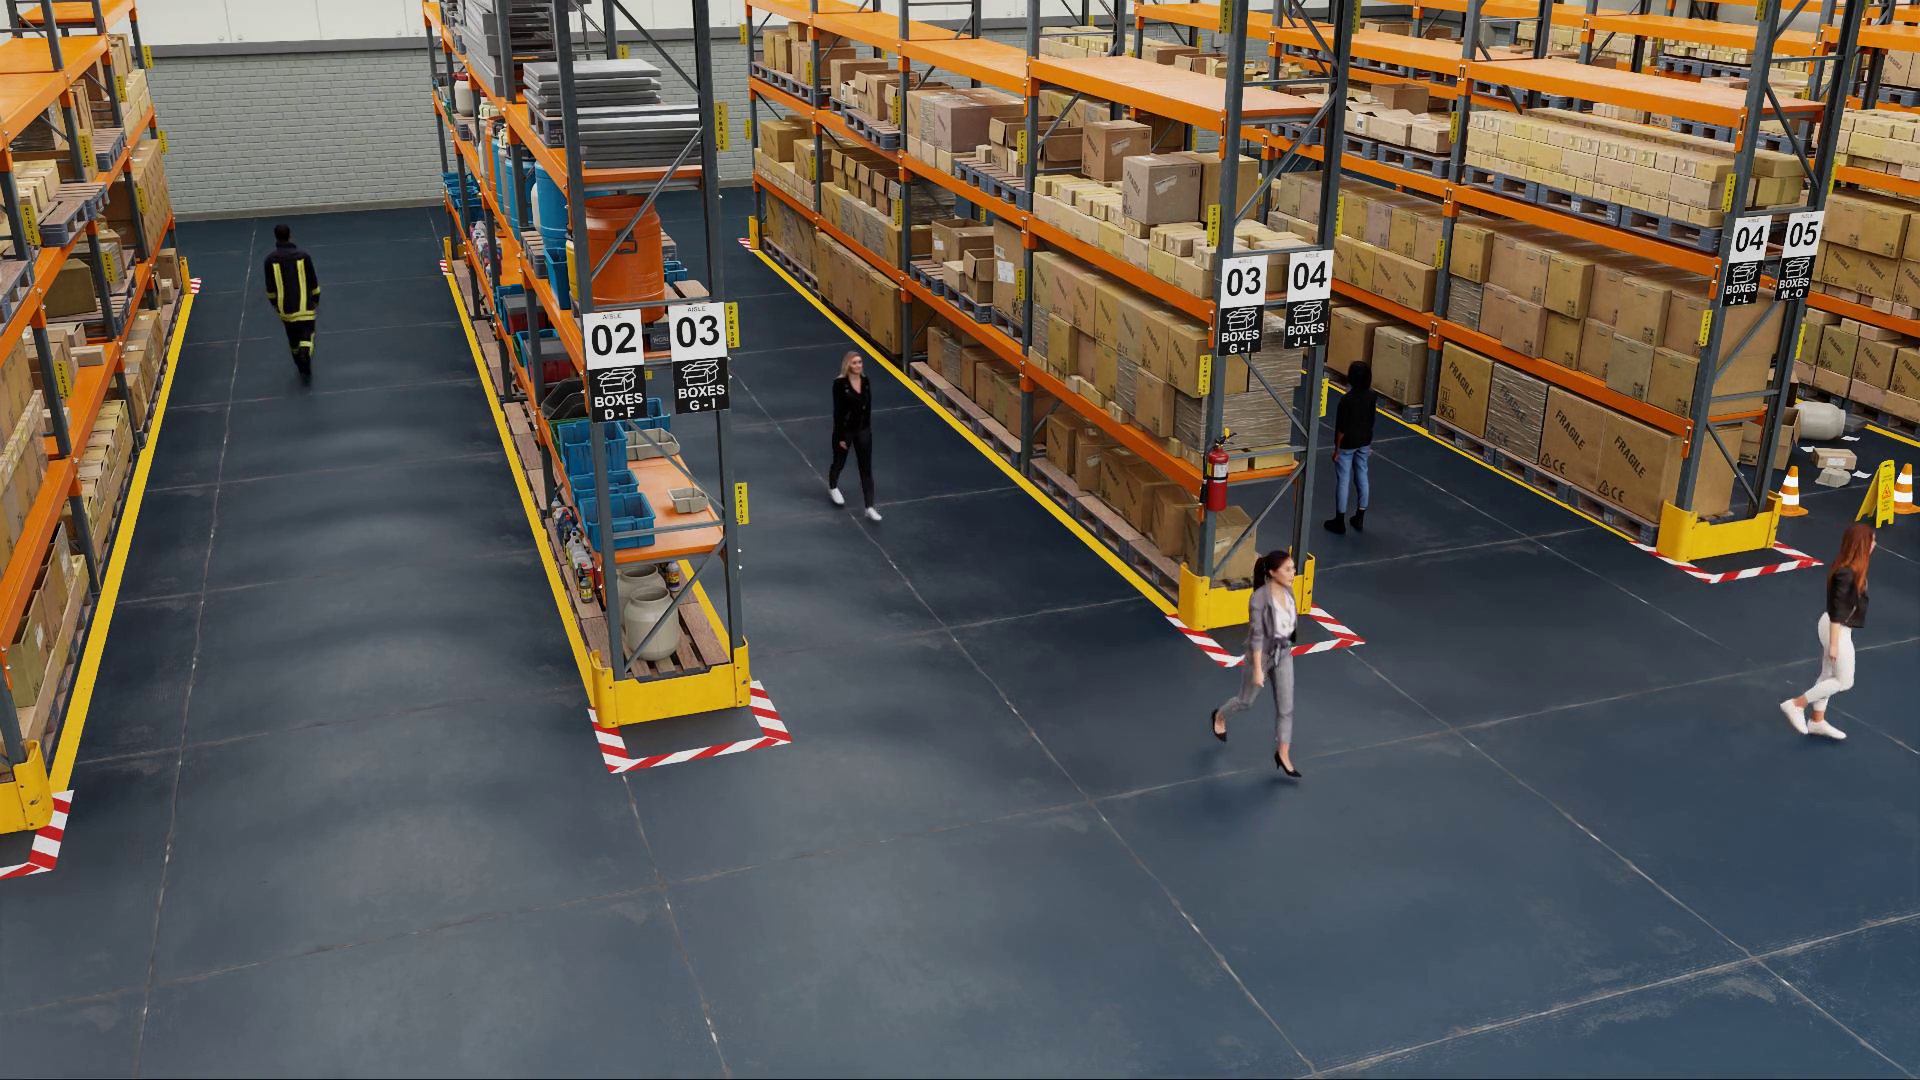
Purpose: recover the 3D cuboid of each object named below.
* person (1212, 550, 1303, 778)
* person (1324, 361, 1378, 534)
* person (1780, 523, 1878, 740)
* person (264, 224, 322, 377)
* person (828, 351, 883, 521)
[{"bbox_3d":[2.114,0.850,11.789,0.809,1.650,1.119,-16,27,-34],"label":"person"},{"bbox_3d":[3.783,-0.897,15.990,0.557,1.704,0.521,-8,24,-19],"label":"person"},{"bbox_3d":[6.344,0.664,12.182,0.853,1.697,0.791,12,25,27],"label":"person"},{"bbox_3d":[-8.312,-2.970,20.796,0.862,1.902,1.123,-5,23,-13],"label":"person"},{"bbox_3d":[-1.126,-1.052,16.448,0.728,1.645,1.195,-12,25,-27],"label":"person"}]
